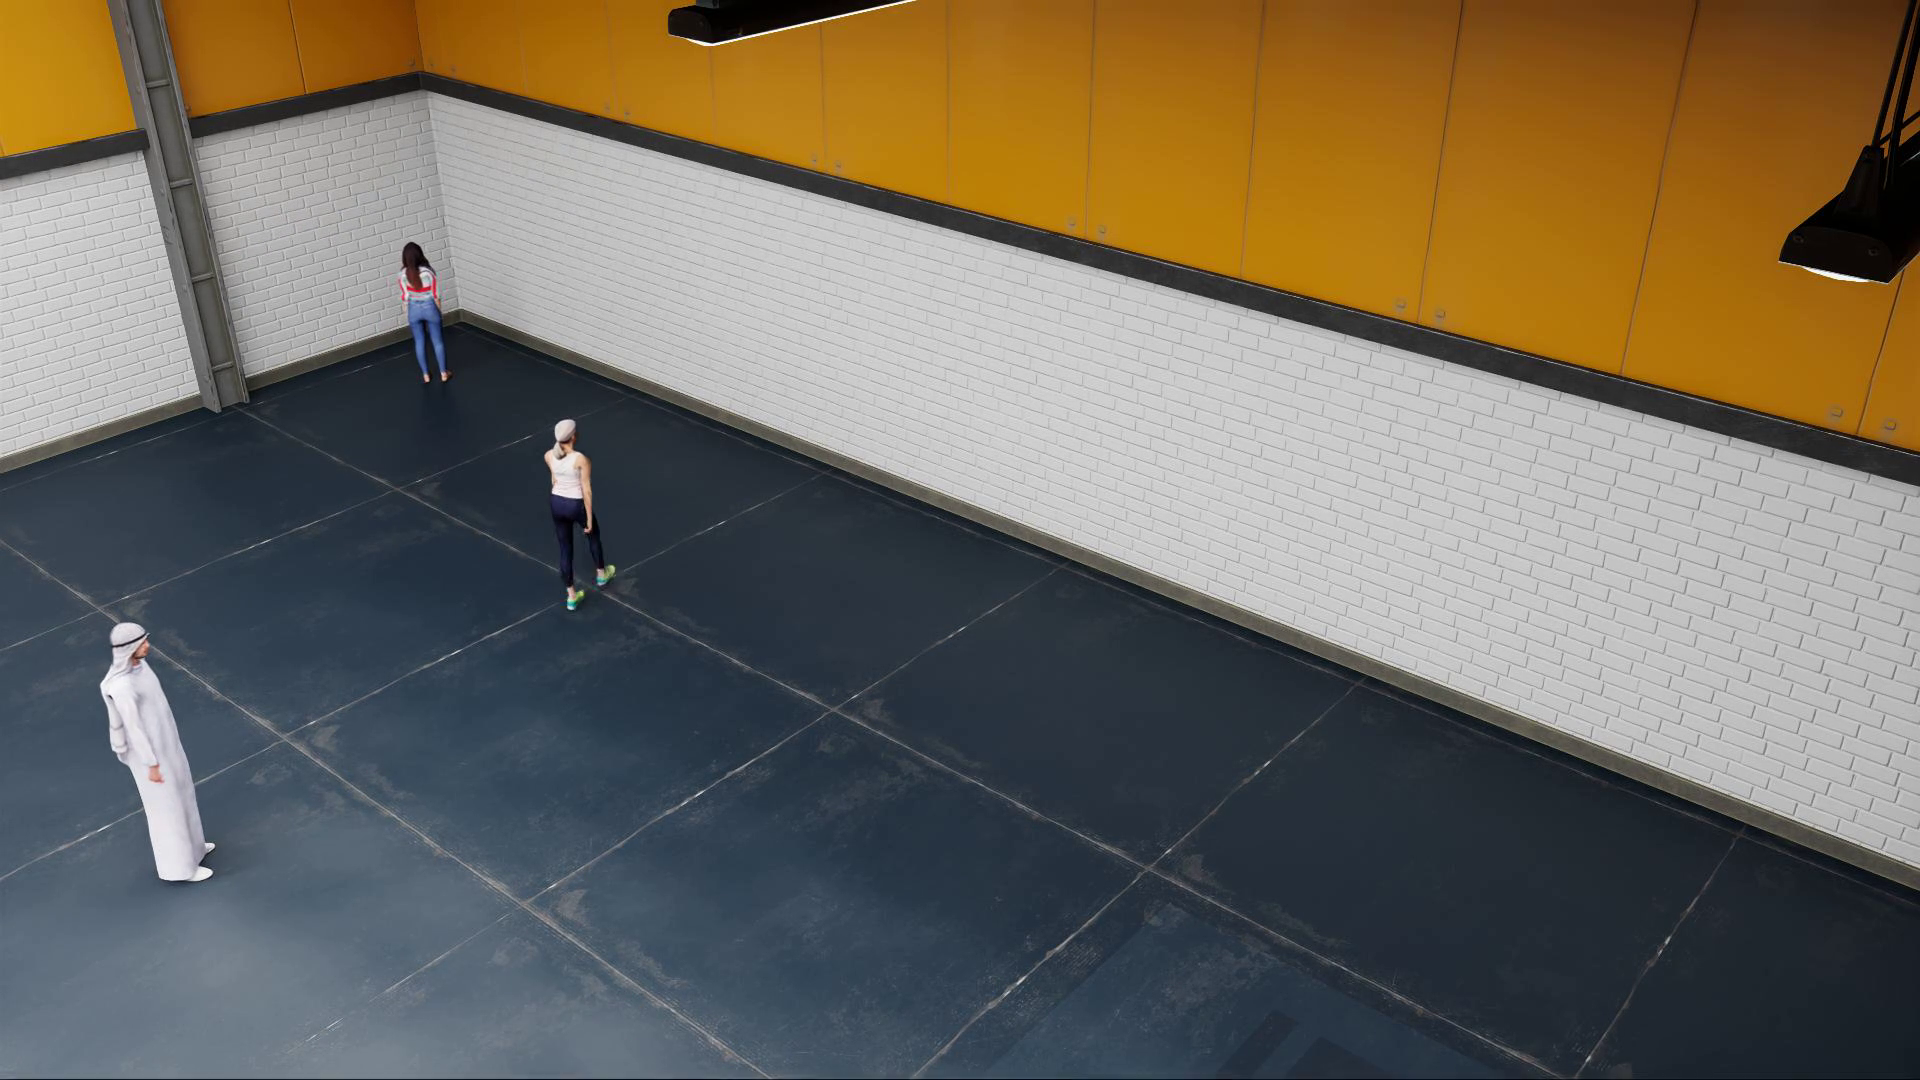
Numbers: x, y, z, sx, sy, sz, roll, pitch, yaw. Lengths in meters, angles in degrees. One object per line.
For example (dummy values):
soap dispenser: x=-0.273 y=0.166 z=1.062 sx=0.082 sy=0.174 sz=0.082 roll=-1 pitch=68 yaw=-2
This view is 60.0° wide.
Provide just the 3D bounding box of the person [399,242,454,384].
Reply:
person: x=-6.004 y=-2.548 z=18.591 sx=0.651 sy=1.612 sz=0.711 roll=-2 pitch=29 yaw=-4

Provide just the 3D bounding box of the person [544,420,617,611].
person: x=-3.360 y=-0.185 z=14.194 sx=0.840 sy=1.674 sz=1.019 roll=7 pitch=29 yaw=12

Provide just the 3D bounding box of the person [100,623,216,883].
person: x=-5.356 y=1.396 z=11.028 sx=0.830 sy=1.931 sz=0.810 roll=-9 pitch=30 yaw=-15
